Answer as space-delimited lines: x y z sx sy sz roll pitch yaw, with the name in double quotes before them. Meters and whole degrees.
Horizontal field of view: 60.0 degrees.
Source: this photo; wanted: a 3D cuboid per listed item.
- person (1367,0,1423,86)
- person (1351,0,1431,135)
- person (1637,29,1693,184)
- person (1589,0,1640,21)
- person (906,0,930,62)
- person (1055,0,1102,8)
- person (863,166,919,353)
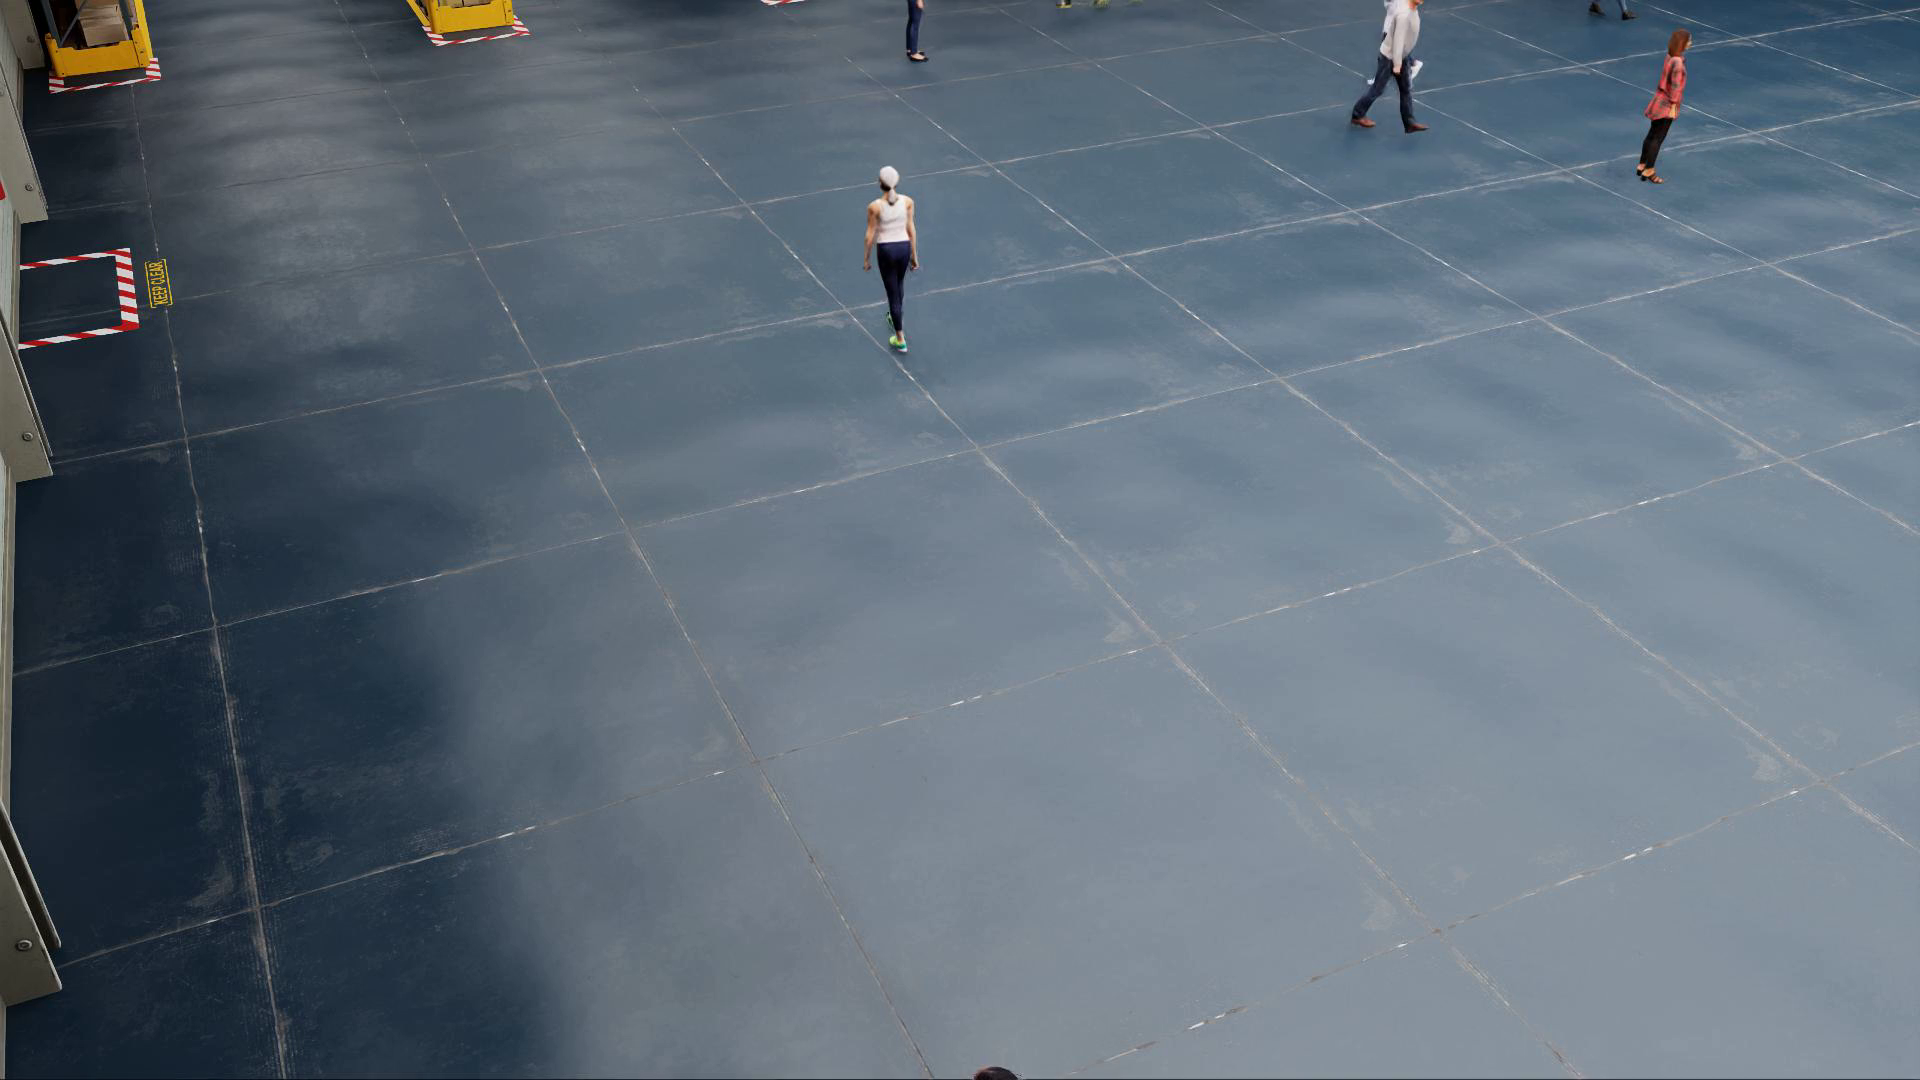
"person" 5.709 -6.730 21.468 0.885 1.762 0.949 -1 33 -2
"person" 5.122 -5.776 19.934 1.363 1.835 1.222 15 36 21
"person" 7.925 -4.887 18.689 0.765 1.702 0.660 3 33 5
"person" 9.532 -8.413 24.209 1.108 1.596 0.861 28 42 36
"person" -0.621 -7.393 22.527 0.694 1.719 0.535 -5 33 -8
"person" 1.806 -8.650 24.630 0.666 1.533 0.912 -10 34 -14
"person" -0.567 -2.507 15.056 0.628 1.674 0.899 -13 35 -19
